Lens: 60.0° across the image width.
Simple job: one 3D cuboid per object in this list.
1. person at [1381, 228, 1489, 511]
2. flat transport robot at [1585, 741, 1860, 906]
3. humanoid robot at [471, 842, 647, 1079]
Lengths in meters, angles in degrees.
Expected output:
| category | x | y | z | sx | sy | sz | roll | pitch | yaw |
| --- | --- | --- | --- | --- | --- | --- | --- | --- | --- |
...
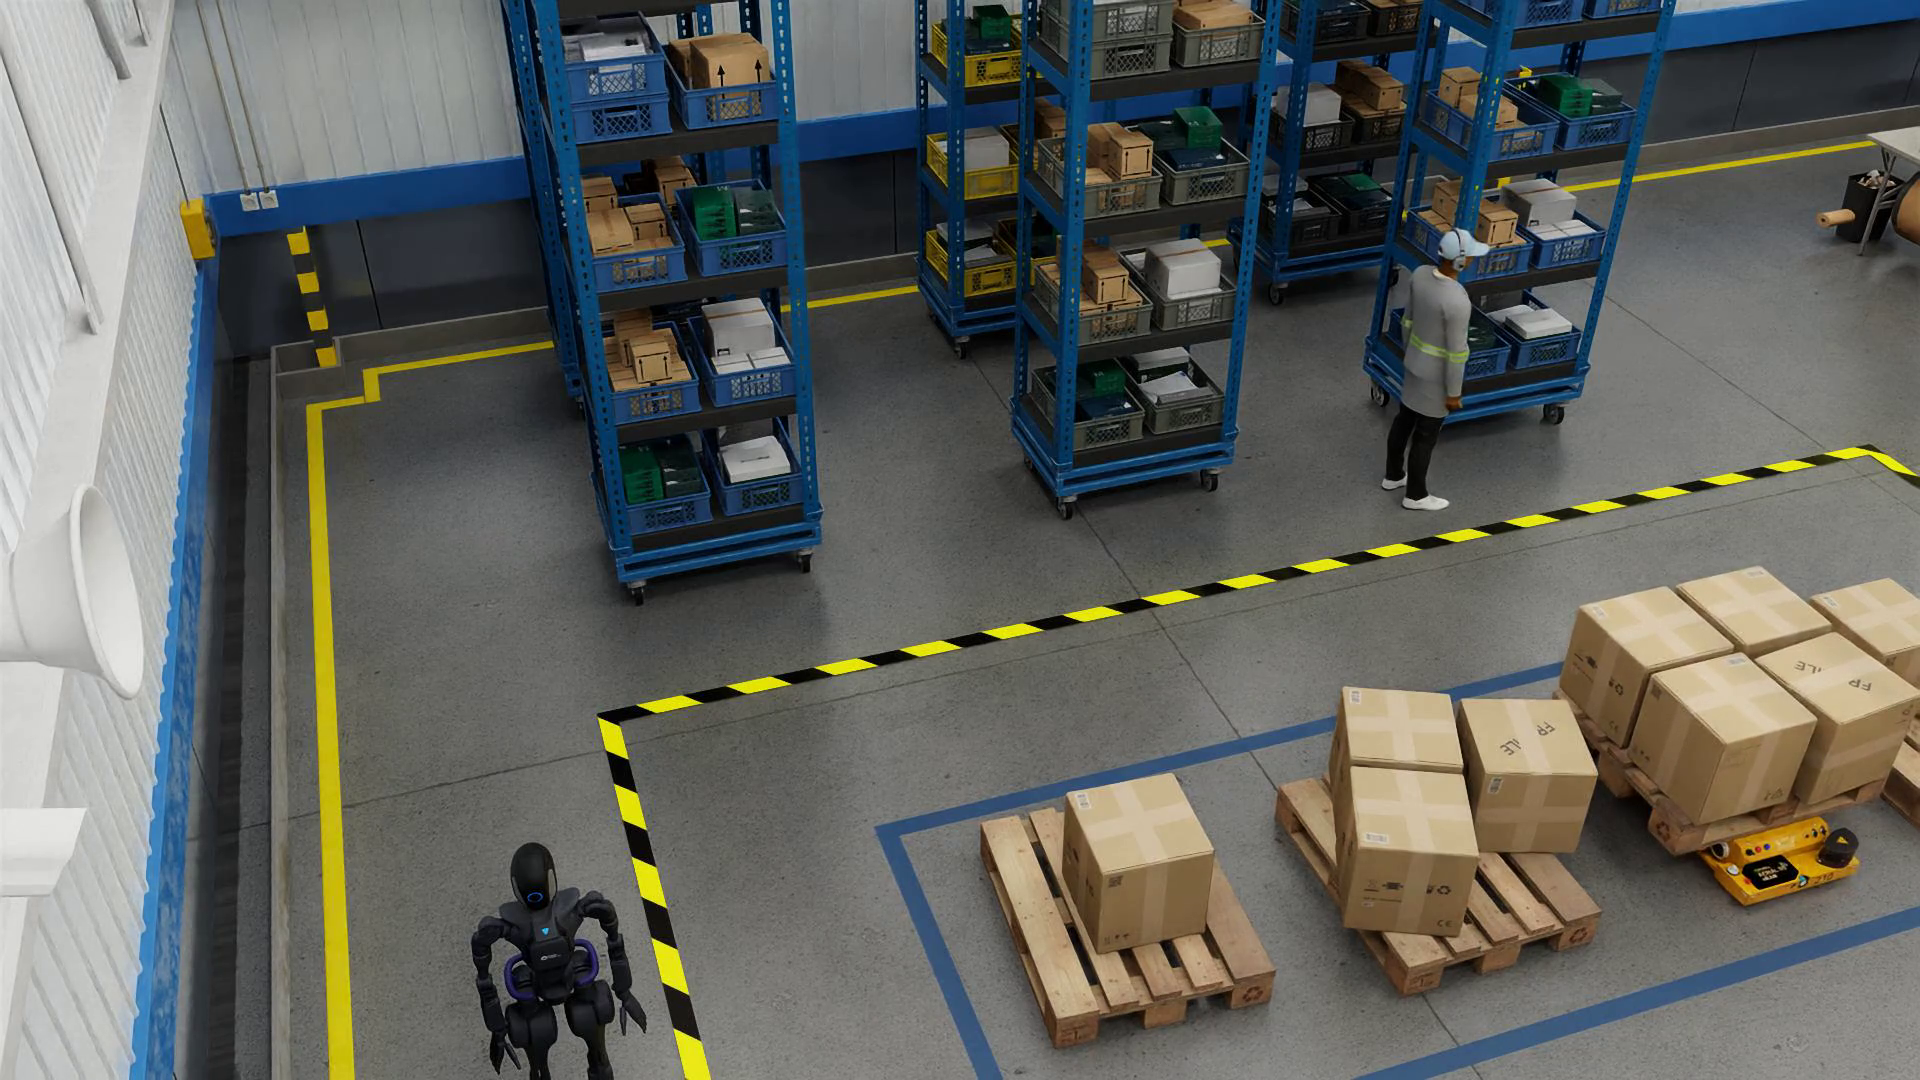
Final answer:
| category | x | y | z | sx | sy | sz | roll | pitch | yaw |
| --- | --- | --- | --- | --- | --- | --- | --- | --- | --- |
| person | 2.899 | -1.041 | 10.157 | 0.383 | 1.853 | 0.587 | -10 | 36 | -14 |
| flat transport robot | 3.738 | 1.188 | 8.347 | 0.652 | 0.197 | 1.431 | -11 | 37 | -15 |
| humanoid robot | -1.511 | 1.766 | 6.317 | 0.599 | 1.657 | 0.315 | -12 | 37 | -17 |
